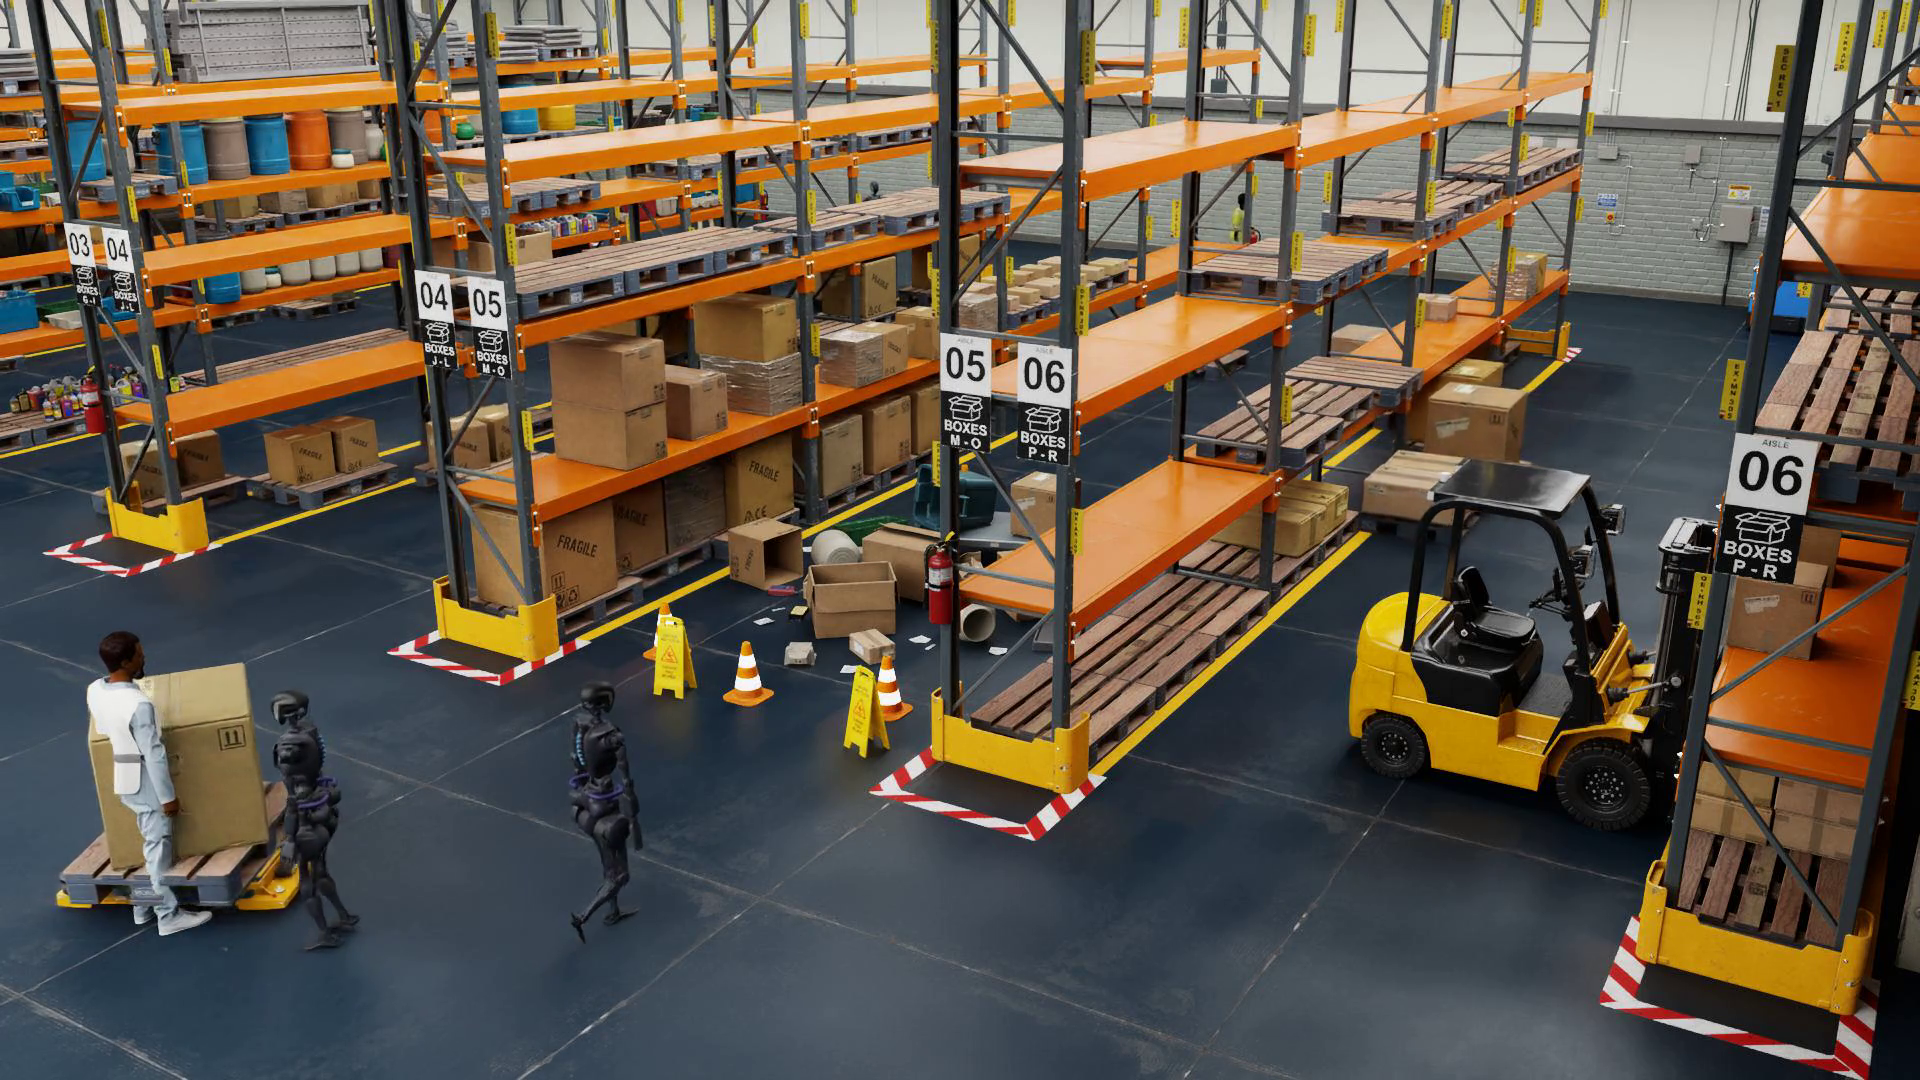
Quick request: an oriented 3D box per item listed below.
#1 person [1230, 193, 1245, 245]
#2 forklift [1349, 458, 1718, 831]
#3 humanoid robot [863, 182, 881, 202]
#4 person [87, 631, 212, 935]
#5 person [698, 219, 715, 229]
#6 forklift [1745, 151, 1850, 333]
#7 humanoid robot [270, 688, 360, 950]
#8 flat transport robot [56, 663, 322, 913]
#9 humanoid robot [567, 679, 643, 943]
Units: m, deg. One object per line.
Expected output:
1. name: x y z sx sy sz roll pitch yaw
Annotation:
1. person: 5.087 -5.514 30.403 0.400 1.676 0.554 11 22 28
2. forklift: 3.988 0.658 11.776 2.313 2.155 1.214 11 22 29
3. humanoid robot: -1.592 -6.086 32.134 0.607 1.628 0.790 -10 21 -27
4. person: -4.887 1.448 9.908 0.592 1.919 0.392 13 23 32
5. person: -5.327 -7.003 34.696 0.477 1.686 0.351 -6 20 -17
6. forklift: 13.620 -4.667 26.137 1.873 2.768 1.129 11 22 29
7. humanoid robot: -3.816 1.626 9.761 0.336 1.646 0.591 -1 19 -4
8. flat transport robot: -4.864 2.089 10.575 1.431 0.231 0.659 0 19 1
9. humanoid robot: -2.184 1.602 9.859 0.588 1.639 0.592 16 24 38
